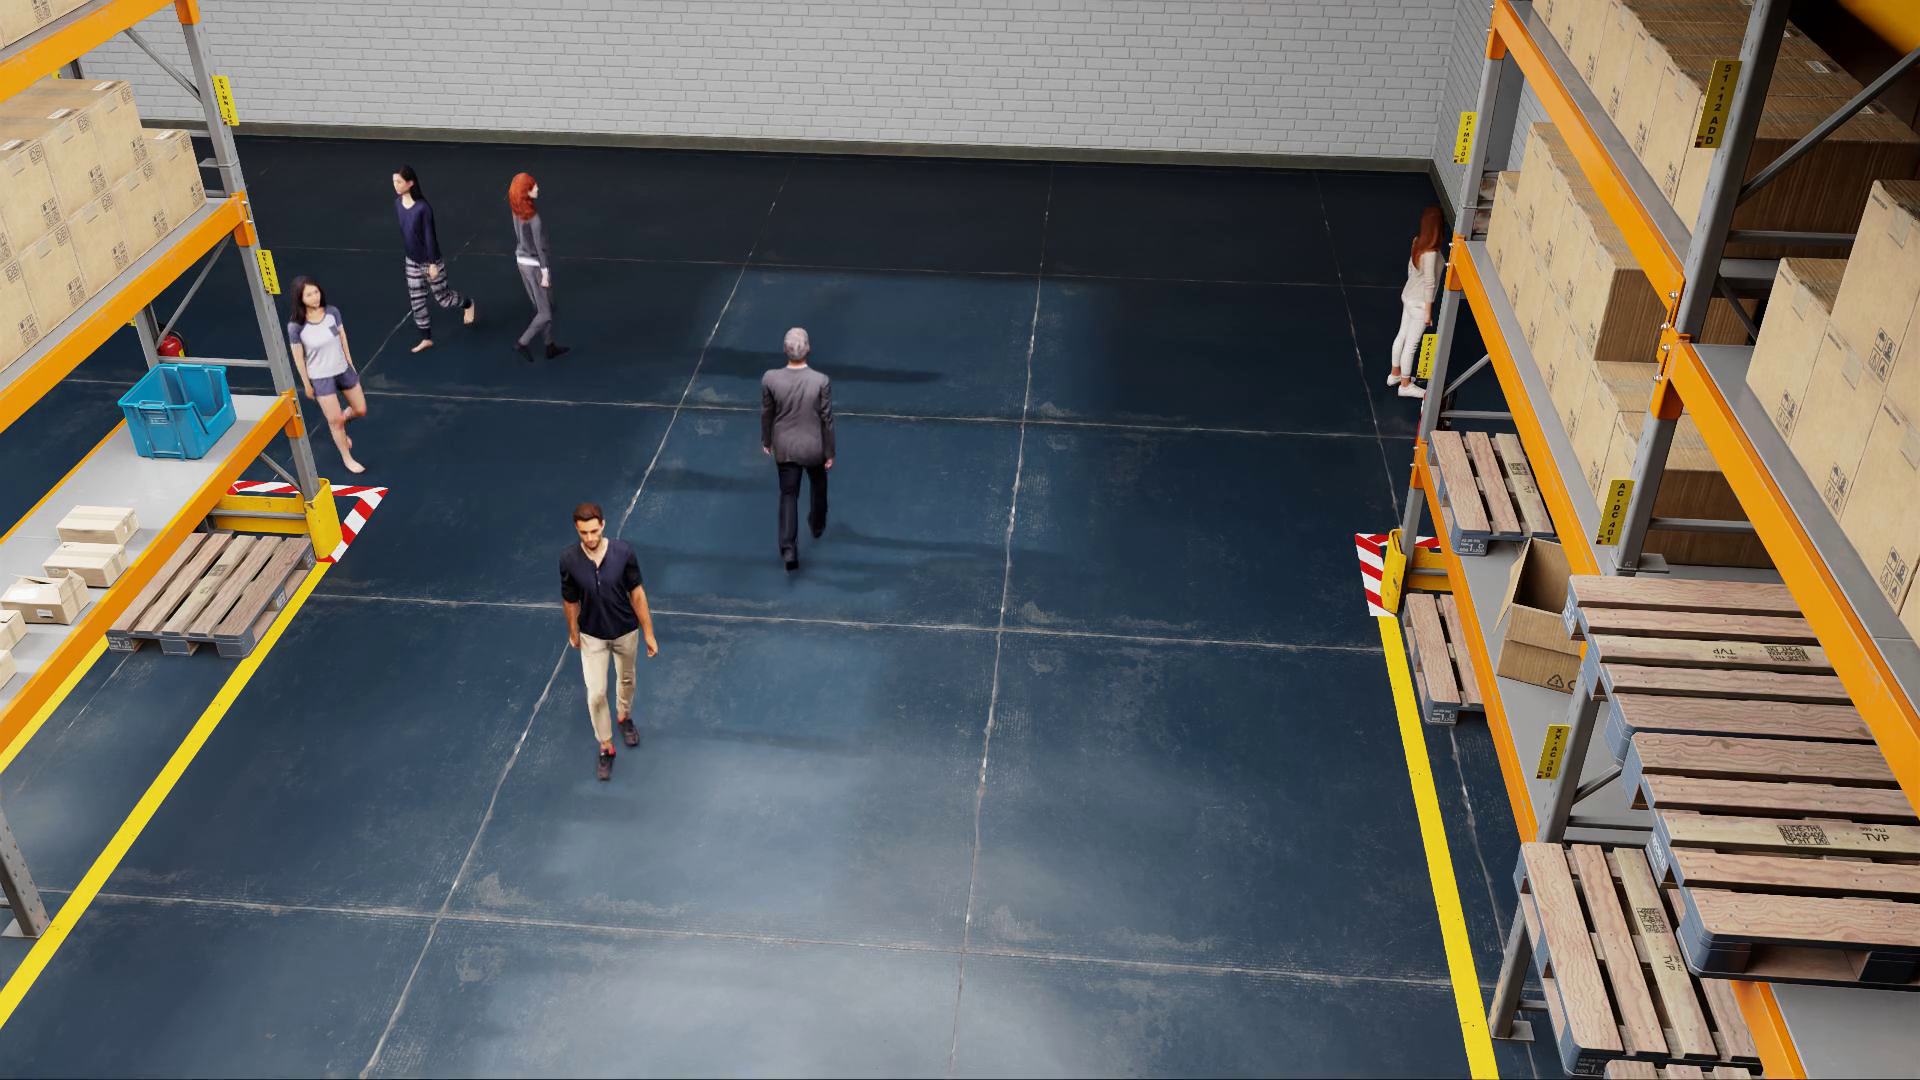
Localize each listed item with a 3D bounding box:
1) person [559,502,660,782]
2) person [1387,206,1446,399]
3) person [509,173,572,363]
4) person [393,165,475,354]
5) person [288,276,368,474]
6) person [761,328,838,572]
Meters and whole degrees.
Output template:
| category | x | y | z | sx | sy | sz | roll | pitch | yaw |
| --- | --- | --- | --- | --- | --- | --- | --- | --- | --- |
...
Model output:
| category | x | y | z | sx | sy | sz | roll | pitch | yaw |
| --- | --- | --- | --- | --- | --- | --- | --- | --- | --- |
| person | -2.178 | 0.504 | 10.286 | 0.841 | 1.838 | 0.956 | -10 | 35 | -14 |
| person | 3.914 | -2.048 | 14.236 | 0.700 | 1.715 | 0.534 | -2 | 34 | -4 |
| person | -3.810 | -2.353 | 14.648 | 0.934 | 1.769 | 0.859 | -26 | 42 | -34 |
| person | -4.782 | -2.569 | 15.030 | 0.844 | 1.705 | 1.093 | 16 | 37 | 23 |
| person | -5.039 | -1.341 | 13.191 | 0.863 | 1.696 | 0.810 | 26 | 41 | 33 |
| person | -1.160 | -0.627 | 12.021 | 0.728 | 1.802 | 1.149 | 1 | 34 | 2 |
